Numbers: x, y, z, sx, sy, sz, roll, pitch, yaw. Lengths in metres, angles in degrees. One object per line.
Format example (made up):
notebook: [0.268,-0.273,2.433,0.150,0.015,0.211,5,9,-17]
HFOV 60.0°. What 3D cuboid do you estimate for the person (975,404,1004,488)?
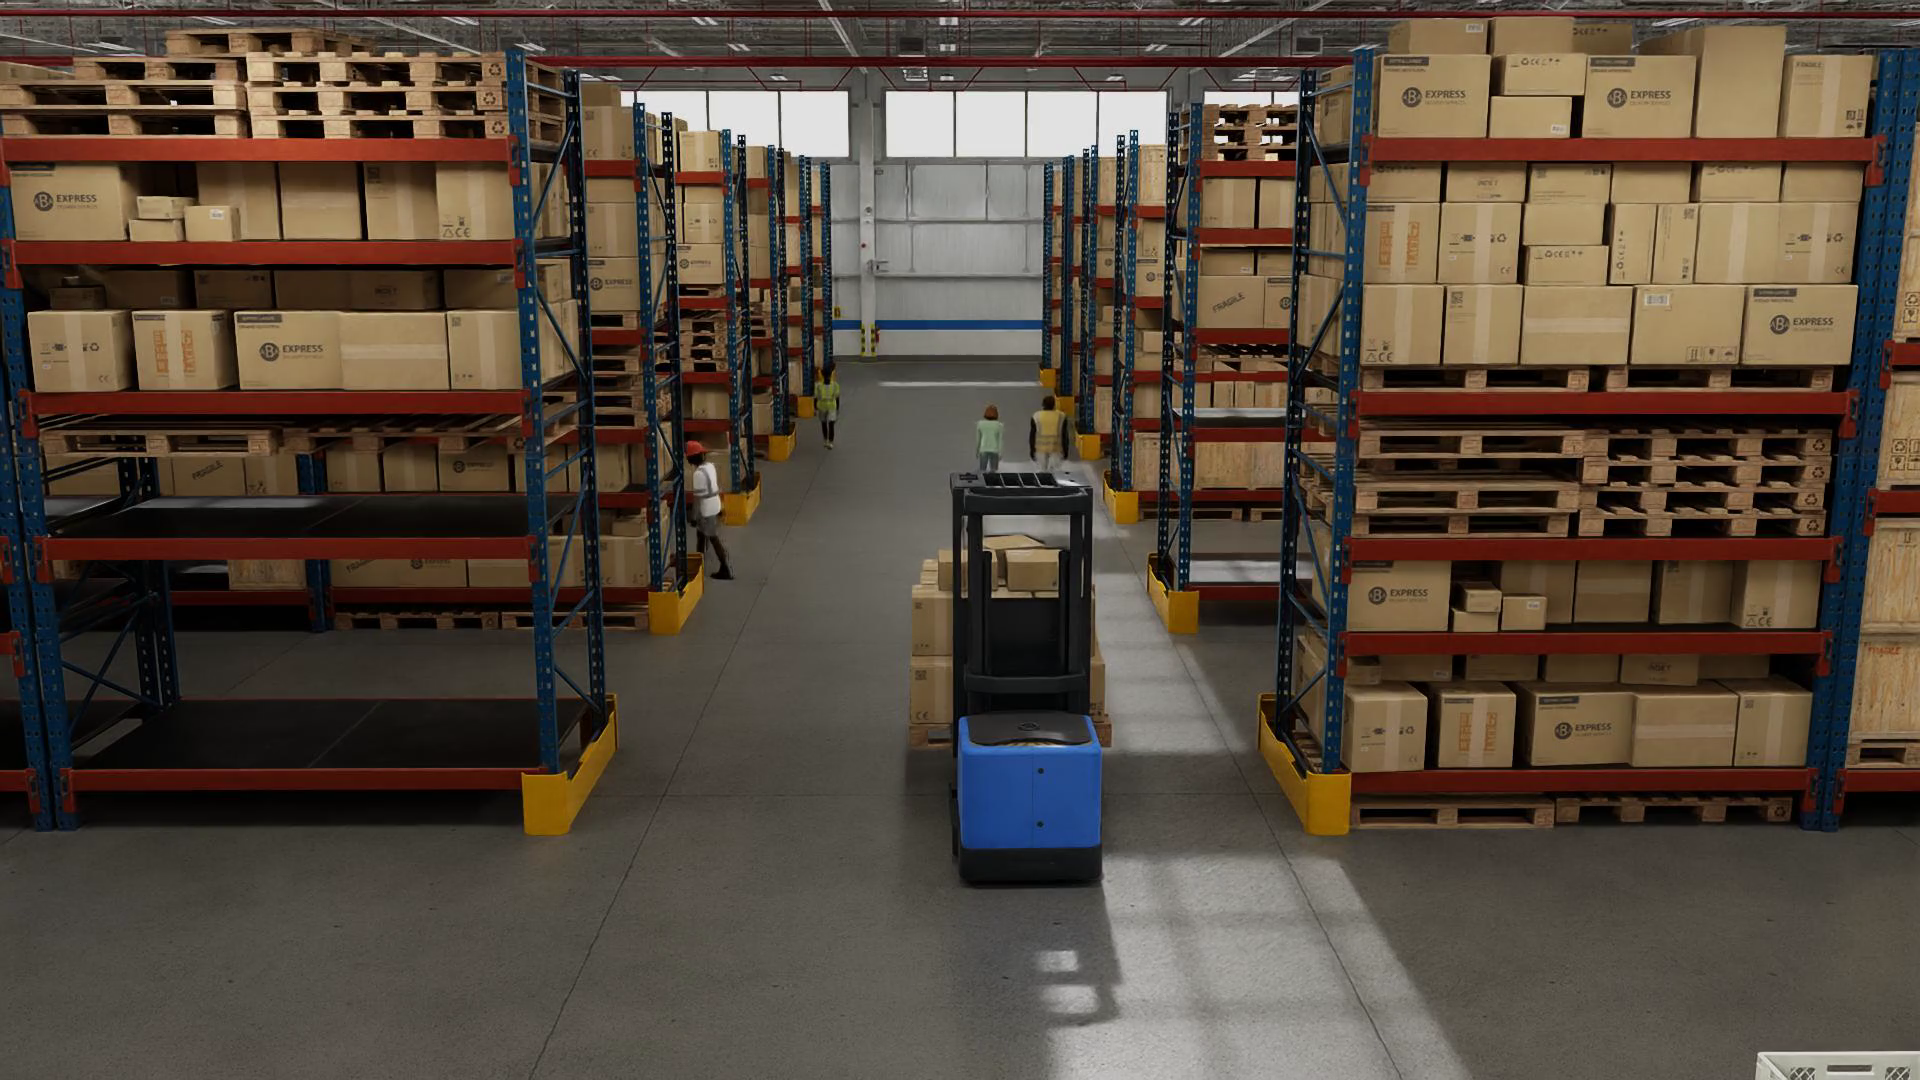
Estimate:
person: [0.493,-1.485,28.196,0.512,1.616,0.465,2,12,11]

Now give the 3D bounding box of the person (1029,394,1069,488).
person: [1.495,-1.533,27.920,0.665,1.824,0.467,0,11,0]

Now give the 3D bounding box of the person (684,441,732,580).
person: [-3.467,-0.382,22.097,0.902,1.876,0.609,2,12,8]

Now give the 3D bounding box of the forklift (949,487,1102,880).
forklift: [0.495,0.986,12.813,1.129,2.768,1.873,0,11,-2]

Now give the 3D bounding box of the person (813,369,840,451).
person: [-2.727,-2.688,34.081,0.536,1.654,0.882,0,11,-1]
